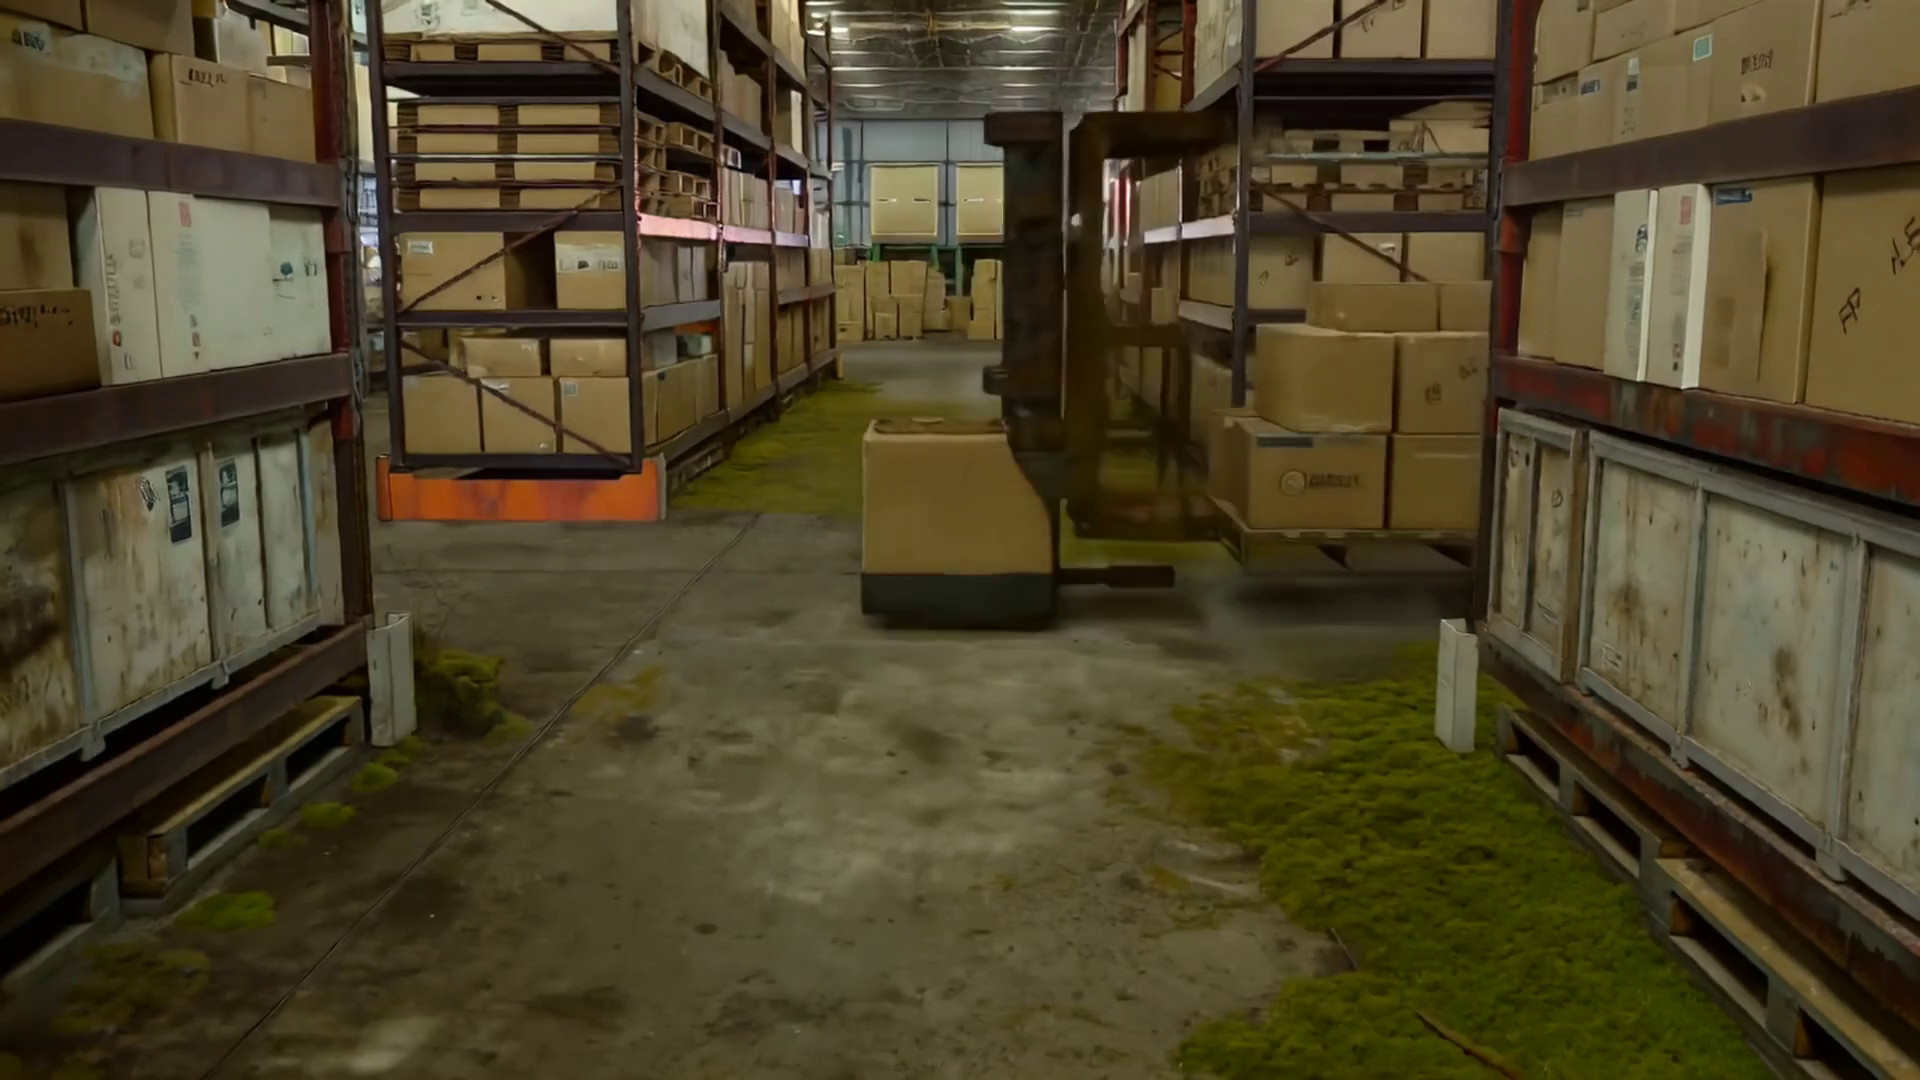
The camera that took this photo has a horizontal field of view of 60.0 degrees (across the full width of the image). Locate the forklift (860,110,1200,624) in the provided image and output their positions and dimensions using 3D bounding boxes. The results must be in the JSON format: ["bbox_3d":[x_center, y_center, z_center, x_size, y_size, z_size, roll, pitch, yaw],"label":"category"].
[{"bbox_3d":[0.379,-0.988,9.478,1.873,2.768,1.129,0,9,0],"label":"forklift"}]

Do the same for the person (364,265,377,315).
[{"bbox_3d":[-22.712,-9.611,63.987,0.401,1.923,0.570,5,11,27],"label":"person"}]

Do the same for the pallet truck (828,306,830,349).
[{"bbox_3d":[-3.100,-3.940,29.800,1.885,1.965,0.823,3,10,19],"label":"pallet truck"}]
